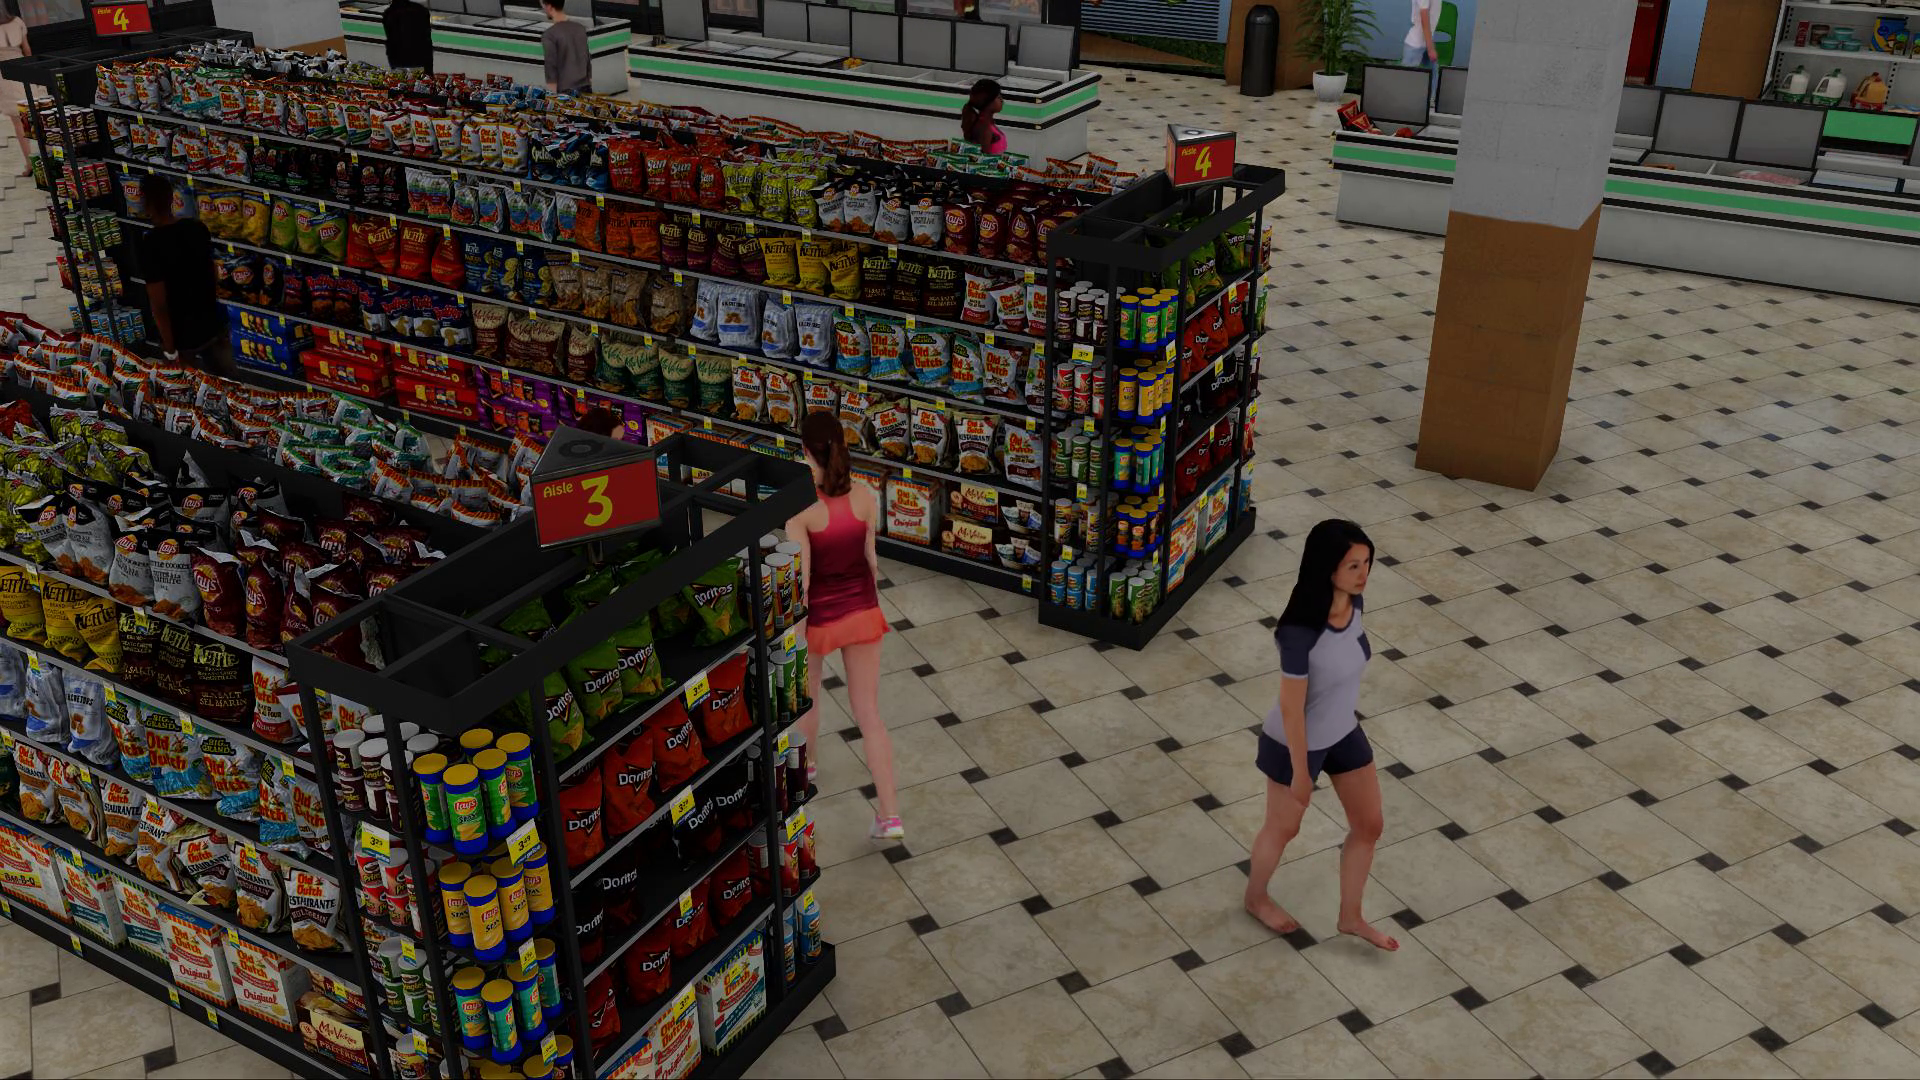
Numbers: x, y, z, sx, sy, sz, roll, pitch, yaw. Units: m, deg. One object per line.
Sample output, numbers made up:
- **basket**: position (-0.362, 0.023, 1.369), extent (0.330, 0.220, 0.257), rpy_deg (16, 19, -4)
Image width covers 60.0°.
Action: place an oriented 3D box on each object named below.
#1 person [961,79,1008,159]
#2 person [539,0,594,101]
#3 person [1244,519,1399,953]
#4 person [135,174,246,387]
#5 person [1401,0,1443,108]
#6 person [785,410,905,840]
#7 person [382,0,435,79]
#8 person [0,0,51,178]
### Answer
- **person**: position (0.101, -2.440, 11.992), extent (1.061, 1.703, 0.824), rpy_deg (2, 27, 3)
- **person**: position (-3.329, -3.821, 14.528), extent (0.910, 1.872, 0.813), rpy_deg (20, 33, 33)
- **person**: position (1.184, 0.669, 5.878), extent (0.730, 1.688, 0.877), rpy_deg (-24, 36, -39)
- **person**: position (-4.238, -1.144, 9.363), extent (1.226, 1.769, 0.728), rpy_deg (17, 32, 30)
- **person**: position (4.590, -5.038, 16.983), extent (0.943, 1.823, 0.652), rpy_deg (14, 30, 26)
- **person**: position (-0.440, 0.374, 6.432), extent (1.017, 1.713, 1.202), rpy_deg (-12, 29, -22)
- **person**: position (-5.124, -4.417, 15.759), extent (0.800, 1.821, 0.739), rpy_deg (15, 31, 27)
- **person**: position (-8.848, -4.279, 15.584), extent (0.612, 1.734, 0.639), rpy_deg (21, 34, 36)
